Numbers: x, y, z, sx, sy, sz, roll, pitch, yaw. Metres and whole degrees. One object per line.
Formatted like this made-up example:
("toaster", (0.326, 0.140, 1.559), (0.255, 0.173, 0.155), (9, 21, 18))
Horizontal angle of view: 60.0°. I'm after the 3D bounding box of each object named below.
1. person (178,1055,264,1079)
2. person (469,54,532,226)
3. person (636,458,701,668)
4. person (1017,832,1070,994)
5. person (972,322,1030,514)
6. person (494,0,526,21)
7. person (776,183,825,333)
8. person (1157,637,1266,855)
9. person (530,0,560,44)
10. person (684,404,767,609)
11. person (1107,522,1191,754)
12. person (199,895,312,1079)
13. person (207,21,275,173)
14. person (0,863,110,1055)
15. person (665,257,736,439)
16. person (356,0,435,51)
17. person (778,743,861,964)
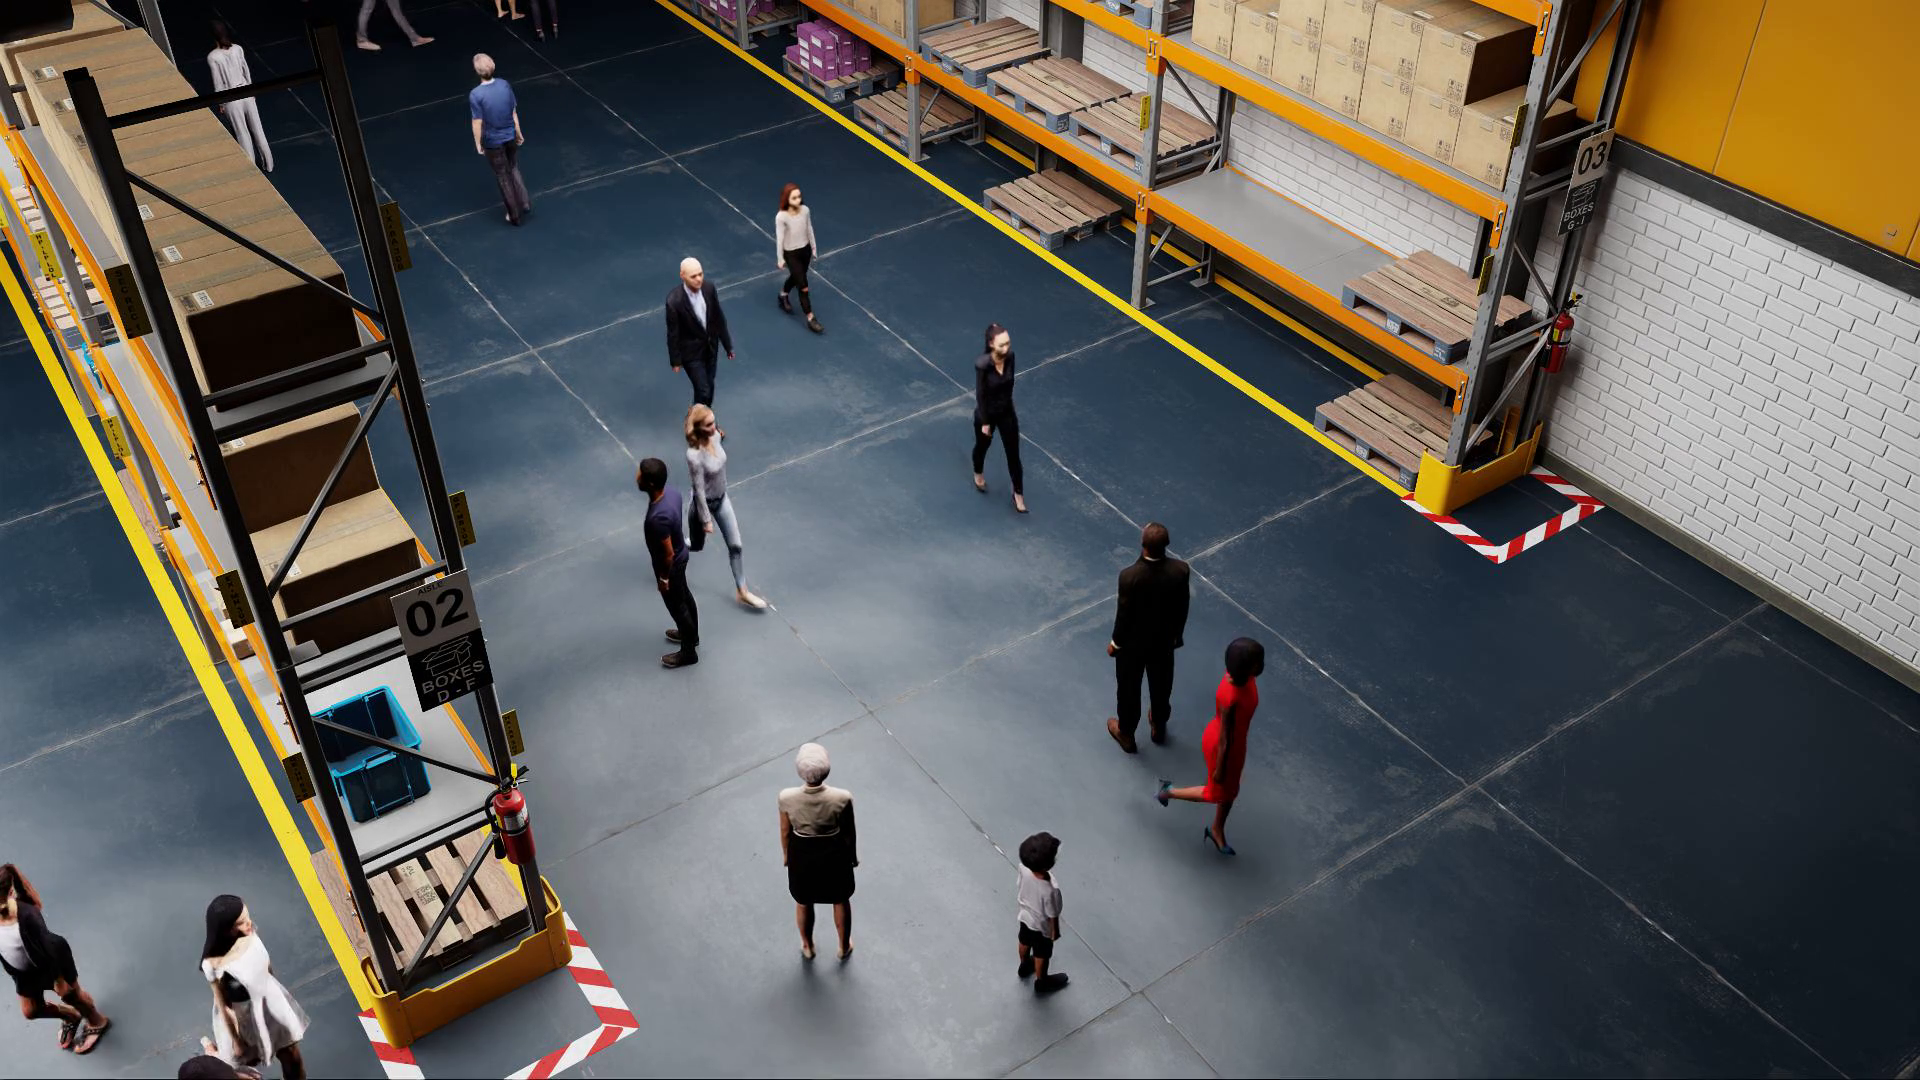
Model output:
("person", (-3.455, 3.147, 8.344), (0.856, 1.706, 0.783), (3, 39, 4))
("person", (-4.741, -4.137, 17.342), (0.715, 1.860, 0.671), (-31, 48, -33))
("person", (-2.091, 0.154, 12.025), (0.781, 1.790, 0.669), (0, 39, 0))
("person", (0.463, 2.211, 9.874), (0.541, 1.259, 0.424), (-24, 45, -27))
("person", (0.229, -1.042, 13.614), (0.598, 1.675, 0.927), (-21, 43, -24))
("person", (-6.111, -7.713, 22.055), (0.602, 1.566, 0.708), (18, 42, 21))
("person", (-1.600, -2.756, 15.937), (0.628, 1.455, 0.987), (-30, 47, -32))
("person", (1.615, 1.311, 10.631), (0.957, 1.721, 0.813), (21, 43, 24))
("person", (-5.442, -7.288, 21.376), (0.623, 1.748, 0.560), (-26, 46, -29))
("person", (-1.975, -0.261, 12.570), (1.260, 1.758, 0.987), (18, 42, 21))
("person", (1.274, 0.653, 11.308), (0.769, 1.904, 0.740), (-10, 40, -12))
("person", (-3.904, 2.573, 9.033), (1.127, 1.743, 0.995), (13, 40, 16))
("person", (-7.946, -4.854, 18.309), (0.620, 1.774, 0.639), (28, 46, 30))
("person", (-5.202, 2.341, 9.483), (0.671, 1.545, 0.728), (5, 39, 6))
("person", (-2.294, -1.664, 14.305), (0.702, 1.786, 0.736), (30, 48, 32))
("person", (-7.496, -7.085, 21.009), (1.185, 1.889, 1.260), (-1, 39, -1))
("person", (-0.833, 1.896, 9.875), (0.689, 1.751, 0.712), (0, 39, 0))
